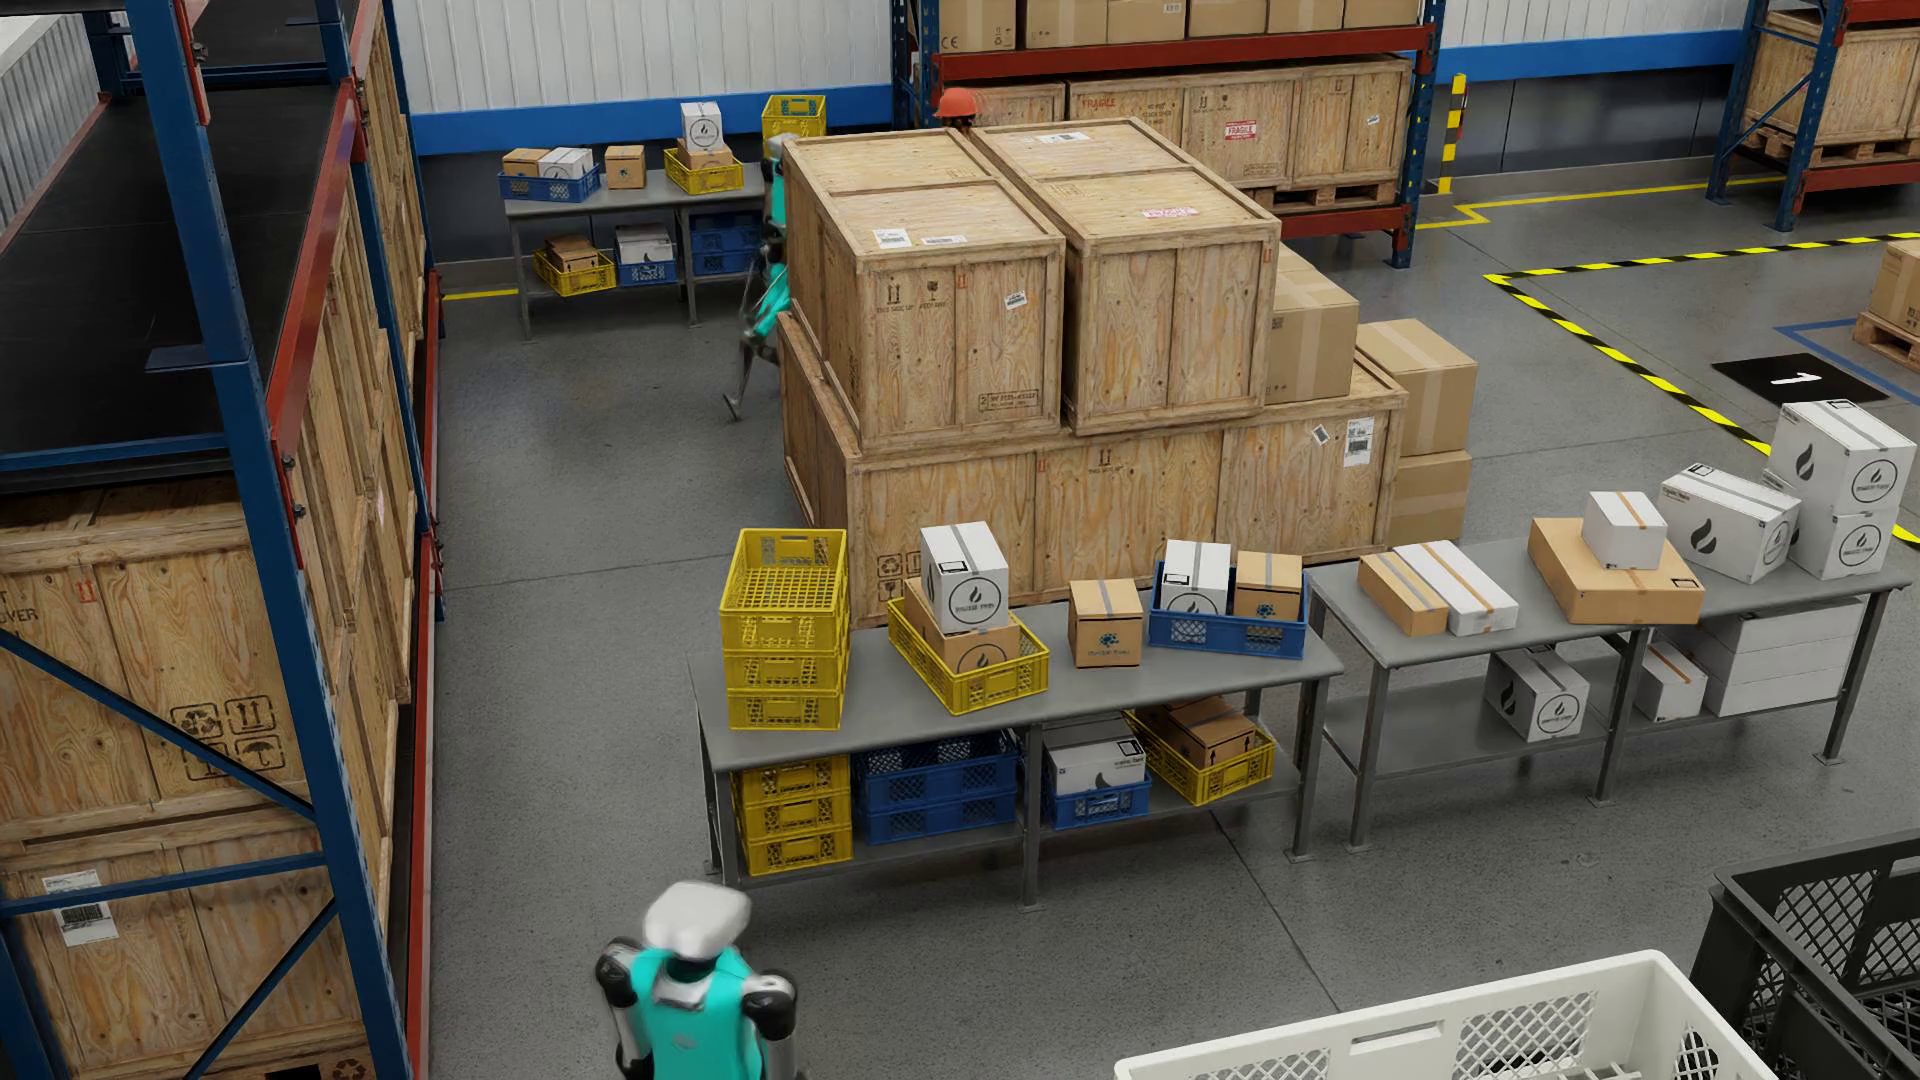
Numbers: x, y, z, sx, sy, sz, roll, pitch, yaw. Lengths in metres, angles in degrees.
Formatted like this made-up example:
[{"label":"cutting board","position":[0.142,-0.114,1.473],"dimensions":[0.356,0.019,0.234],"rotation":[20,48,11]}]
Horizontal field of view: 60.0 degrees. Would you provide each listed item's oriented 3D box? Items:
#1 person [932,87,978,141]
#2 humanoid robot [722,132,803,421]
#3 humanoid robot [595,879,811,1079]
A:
[{"label":"person","position":[0.101,-2.135,11.326],"dimensions":[0.989,1.890,0.559],"rotation":[5,29,9]},{"label":"humanoid robot","position":[-1.302,-1.636,10.580],"dimensions":[0.544,1.762,0.966],"rotation":[24,37,37]},{"label":"humanoid robot","position":[-0.599,1.516,4.704],"dimensions":[0.533,1.677,0.735],"rotation":[8,30,14]}]
